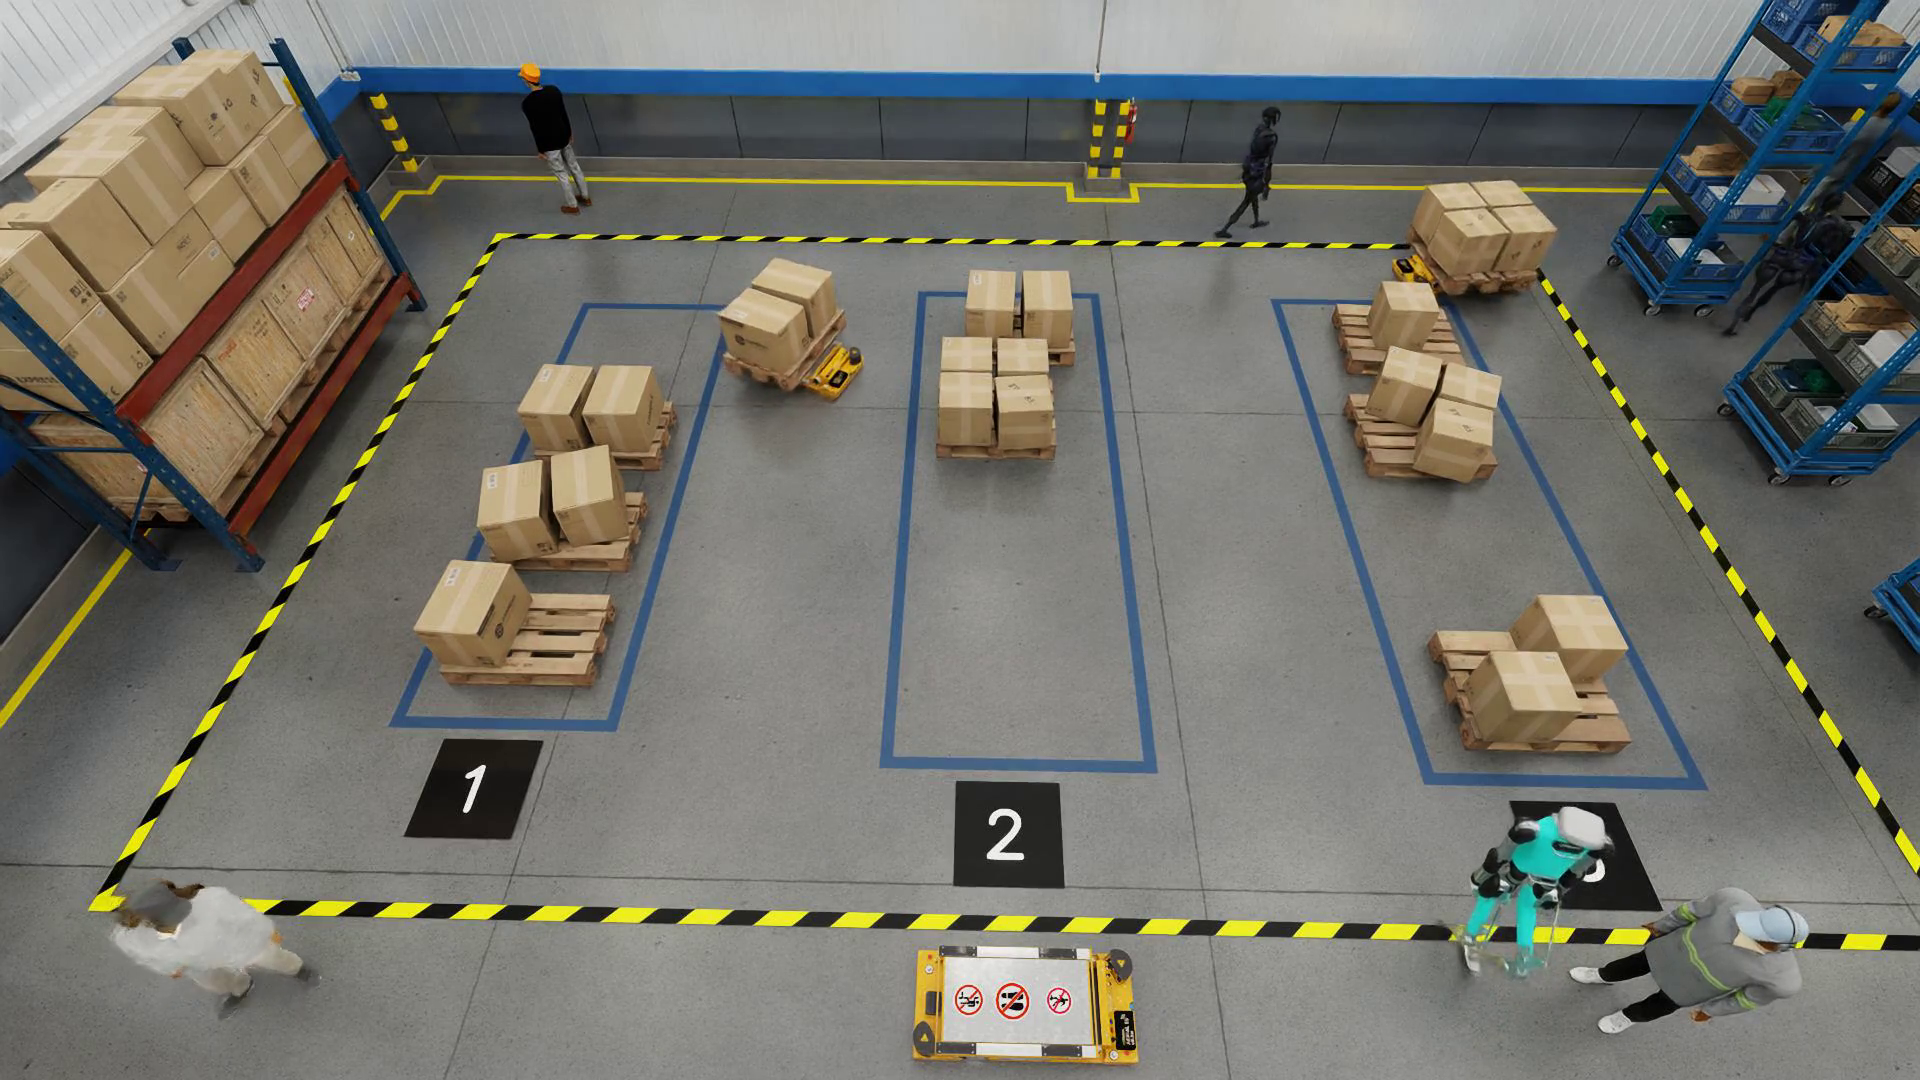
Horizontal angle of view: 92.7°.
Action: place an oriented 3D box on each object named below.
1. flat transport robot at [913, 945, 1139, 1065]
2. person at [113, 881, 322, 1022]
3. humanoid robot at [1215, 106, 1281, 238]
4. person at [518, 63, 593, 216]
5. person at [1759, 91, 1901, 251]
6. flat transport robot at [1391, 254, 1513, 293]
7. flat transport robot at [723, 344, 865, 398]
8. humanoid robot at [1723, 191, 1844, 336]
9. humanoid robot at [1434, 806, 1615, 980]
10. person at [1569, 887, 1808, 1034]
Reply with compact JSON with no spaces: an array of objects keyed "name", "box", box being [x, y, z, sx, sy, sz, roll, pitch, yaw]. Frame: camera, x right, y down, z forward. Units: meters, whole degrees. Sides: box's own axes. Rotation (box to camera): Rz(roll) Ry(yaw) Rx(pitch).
[{"name":"flat transport robot","box":[0.422,3.041,6.007,1.431,0.231,0.659,1,51,1]},{"name":"person","box":[-4.519,2.477,5.524,0.732,1.723,0.381,-21,54,-16]},{"name":"humanoid robot","box":[3.655,-4.510,11.282,0.787,1.623,0.599,-7,51,-6]},{"name":"person","box":[-5.111,-5.027,11.541,0.365,1.883,0.589,22,54,17]},{"name":"person","box":[10.468,-4.386,10.984,0.628,1.938,0.369,1,51,1]},{"name":"flat transport robot","box":[6.084,-3.280,11.142,1.431,0.197,0.652,-5,51,-4]},{"name":"flat transport robot","box":[-1.841,-2.029,10.122,1.431,0.197,0.652,18,53,14]},{"name":"humanoid robot","box":[9.055,-3.020,10.070,0.594,1.629,0.750,34,58,24]},{"name":"humanoid robot","box":[3.447,2.327,5.660,0.540,1.804,0.755,10,51,8]},{"name":"person","box":[4.303,2.516,5.417,0.396,1.847,0.587,-6,51,-5]}]
